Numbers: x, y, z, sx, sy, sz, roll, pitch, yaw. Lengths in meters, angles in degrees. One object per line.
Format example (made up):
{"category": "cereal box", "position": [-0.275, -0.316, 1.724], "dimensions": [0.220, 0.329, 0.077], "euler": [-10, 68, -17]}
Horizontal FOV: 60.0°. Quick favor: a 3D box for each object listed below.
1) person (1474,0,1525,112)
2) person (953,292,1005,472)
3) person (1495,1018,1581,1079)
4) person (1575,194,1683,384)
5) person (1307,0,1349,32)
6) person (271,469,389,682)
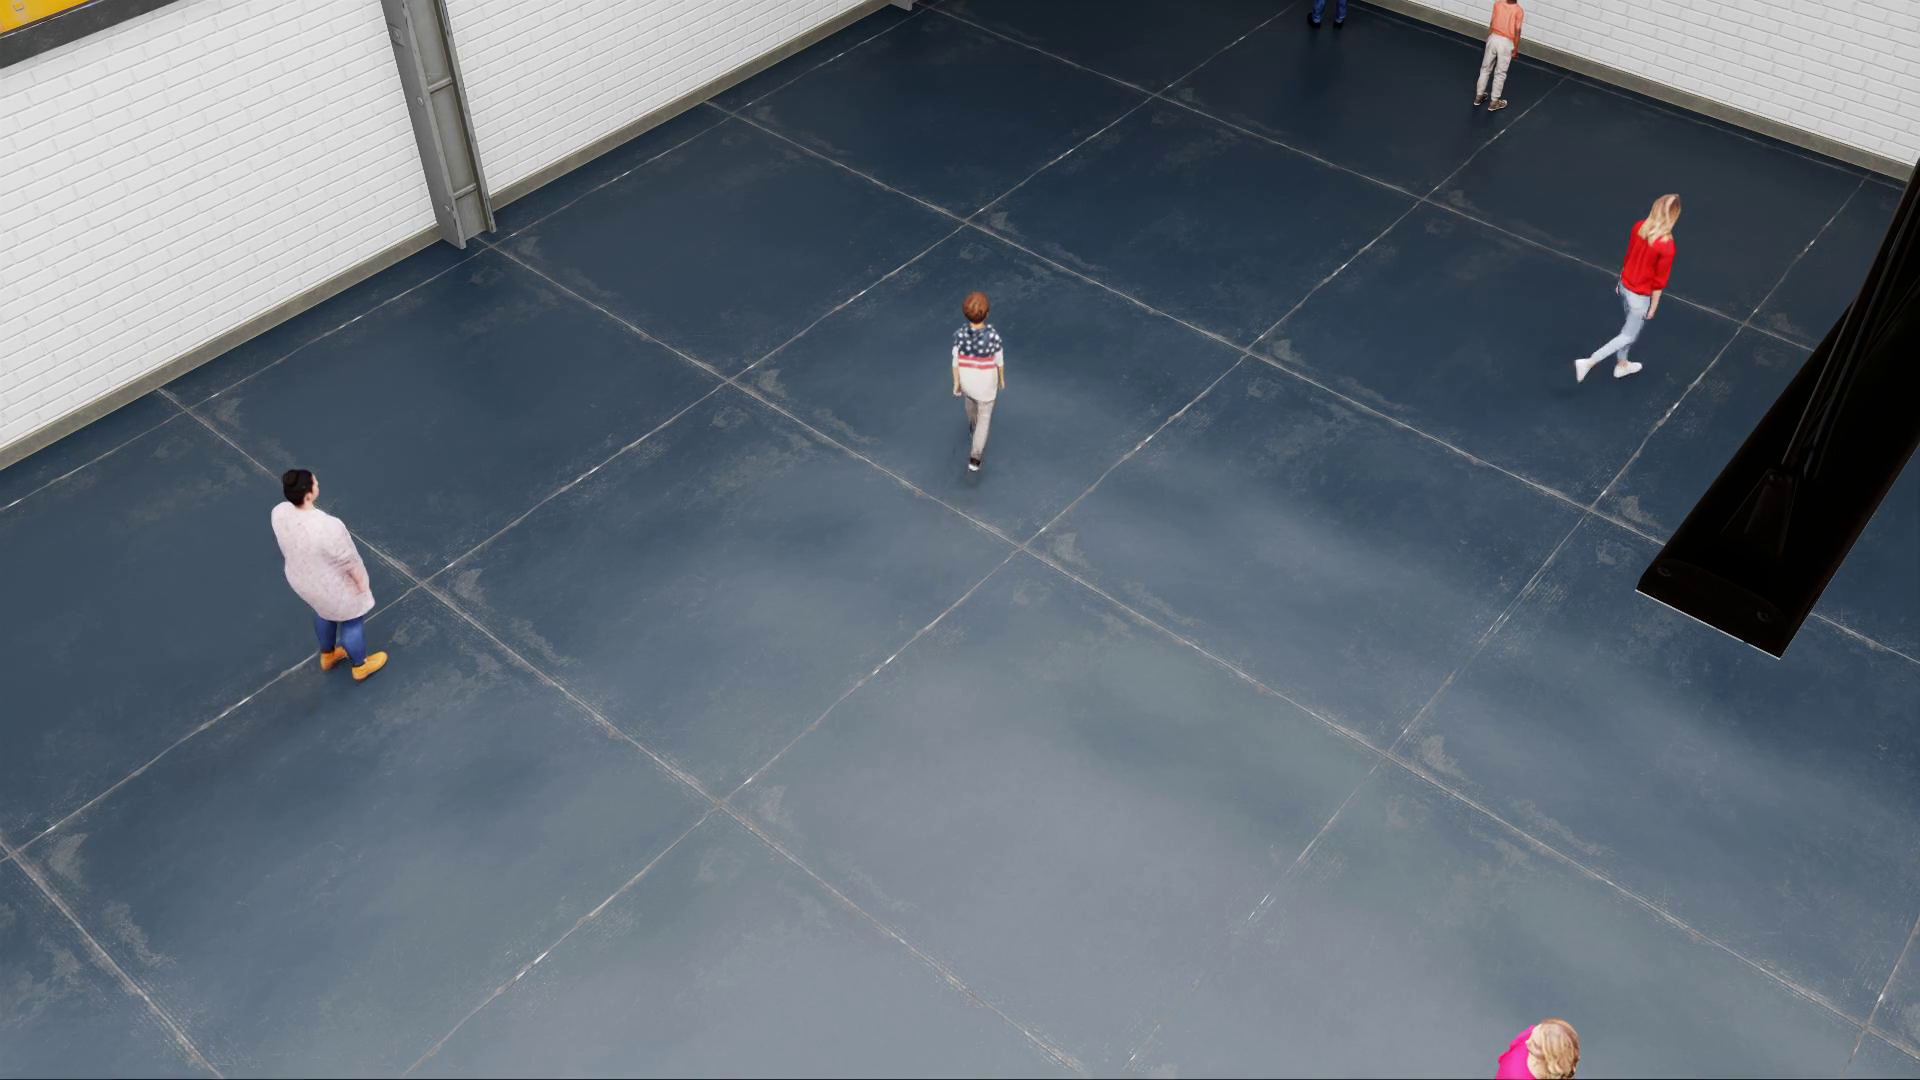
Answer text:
{"category": "person", "position": [5.238, -4.806, 16.097], "dimensions": [0.499, 1.308, 0.507], "euler": [-34, 53, -31]}
{"category": "person", "position": [0.128, -1.151, 12.186], "dimensions": [0.811, 1.410, 1.038], "euler": [9, 44, 9]}
{"category": "person", "position": [2.634, 2.751, 7.860], "dimensions": [0.723, 1.728, 0.660], "euler": [-2, 44, -2]}
{"category": "person", "position": [5.134, -1.876, 12.746], "dimensions": [1.077, 1.688, 0.907], "euler": [-15, 46, -15]}
{"category": "person", "position": [3.890, -6.181, 17.117], "dimensions": [0.760, 1.892, 0.790], "euler": [1, 44, 1]}
{"category": "person", "position": [-4.041, 0.228, 10.498], "dimensions": [0.773, 1.742, 0.733], "euler": [18, 47, 18]}
